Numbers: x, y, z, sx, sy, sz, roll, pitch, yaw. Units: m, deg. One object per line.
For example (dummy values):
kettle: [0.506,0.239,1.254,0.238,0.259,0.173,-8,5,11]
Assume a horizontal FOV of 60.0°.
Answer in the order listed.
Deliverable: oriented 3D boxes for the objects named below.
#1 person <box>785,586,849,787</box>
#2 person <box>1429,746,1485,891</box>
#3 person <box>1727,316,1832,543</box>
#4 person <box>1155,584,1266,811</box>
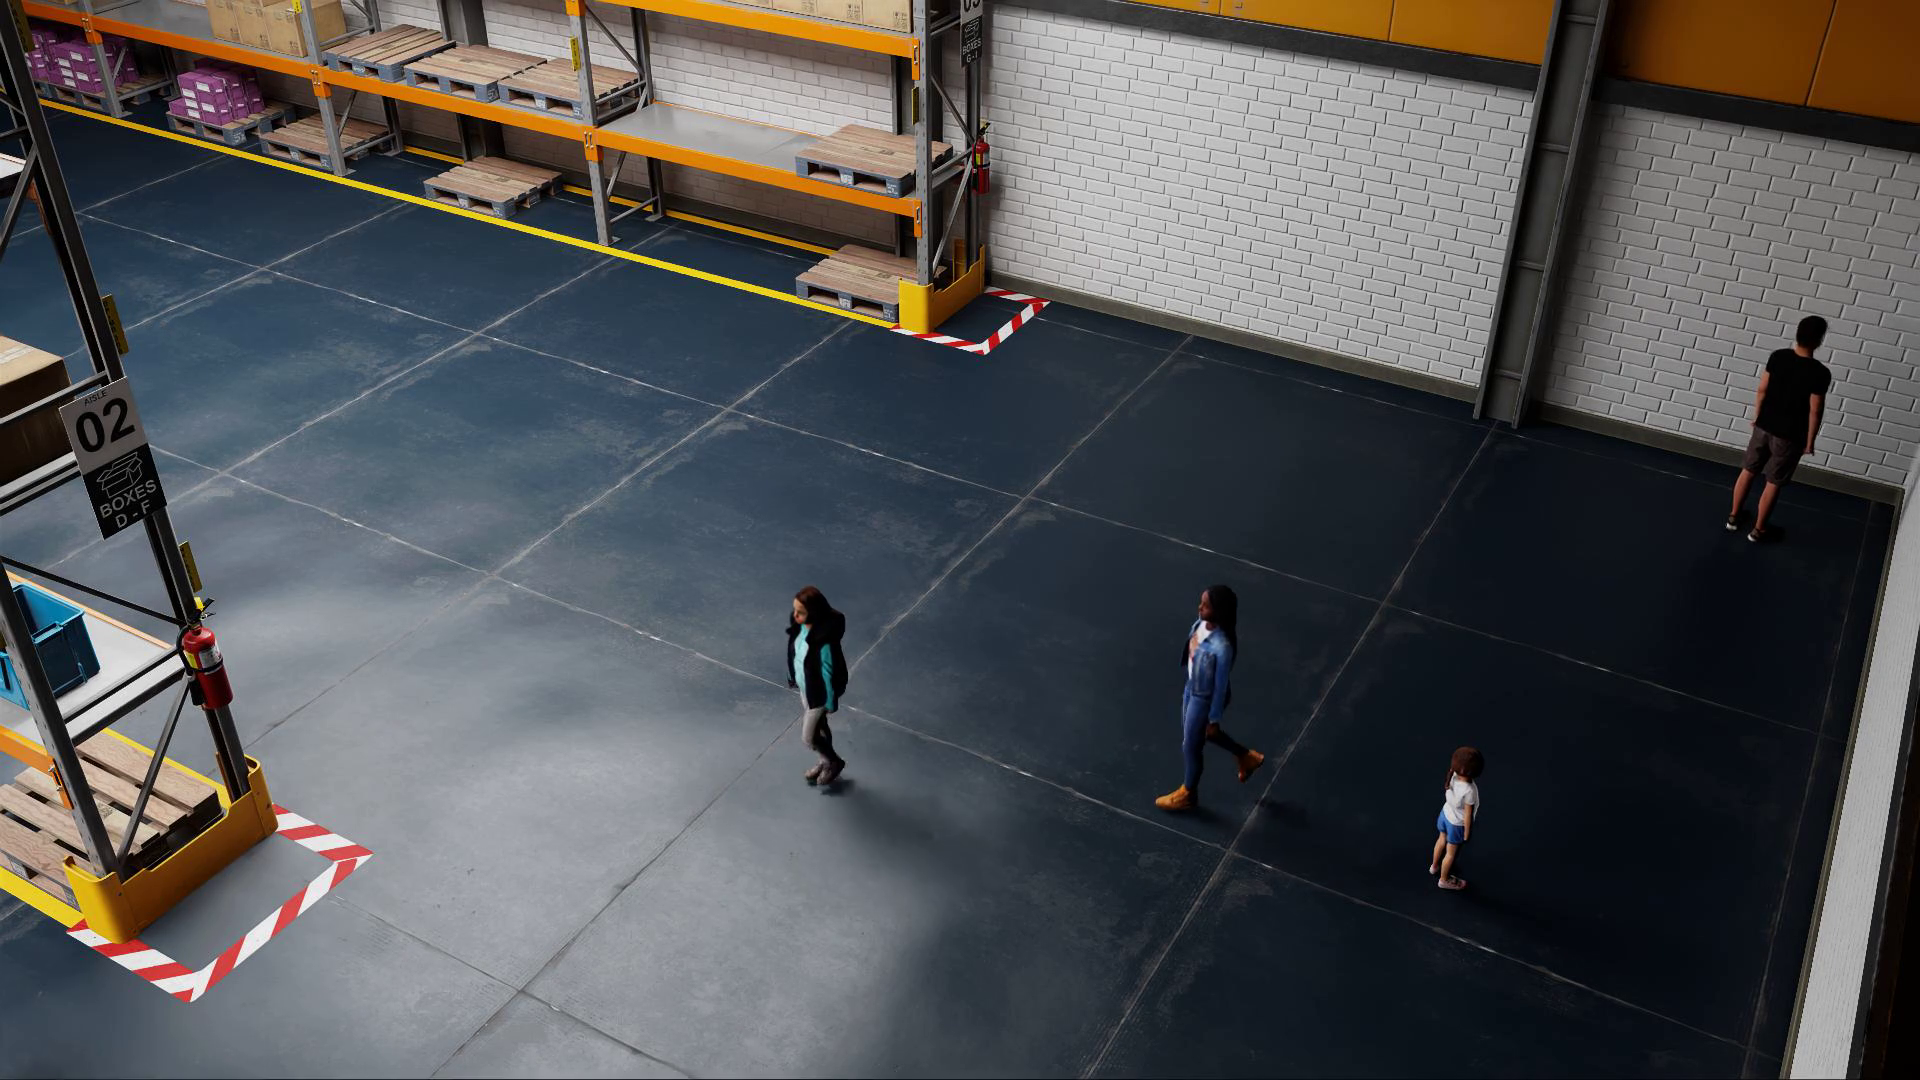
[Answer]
person: [-0.835,0.883,10.383,0.742,1.490,0.667,-18,38,-25]
person: [2.903,1.607,9.718,0.538,1.019,0.489,-5,34,-7]
person: [6.235,-0.852,12.655,0.835,1.864,0.699,-18,38,-25]
person: [1.575,0.960,10.080,1.032,1.697,0.922,-4,34,-5]
